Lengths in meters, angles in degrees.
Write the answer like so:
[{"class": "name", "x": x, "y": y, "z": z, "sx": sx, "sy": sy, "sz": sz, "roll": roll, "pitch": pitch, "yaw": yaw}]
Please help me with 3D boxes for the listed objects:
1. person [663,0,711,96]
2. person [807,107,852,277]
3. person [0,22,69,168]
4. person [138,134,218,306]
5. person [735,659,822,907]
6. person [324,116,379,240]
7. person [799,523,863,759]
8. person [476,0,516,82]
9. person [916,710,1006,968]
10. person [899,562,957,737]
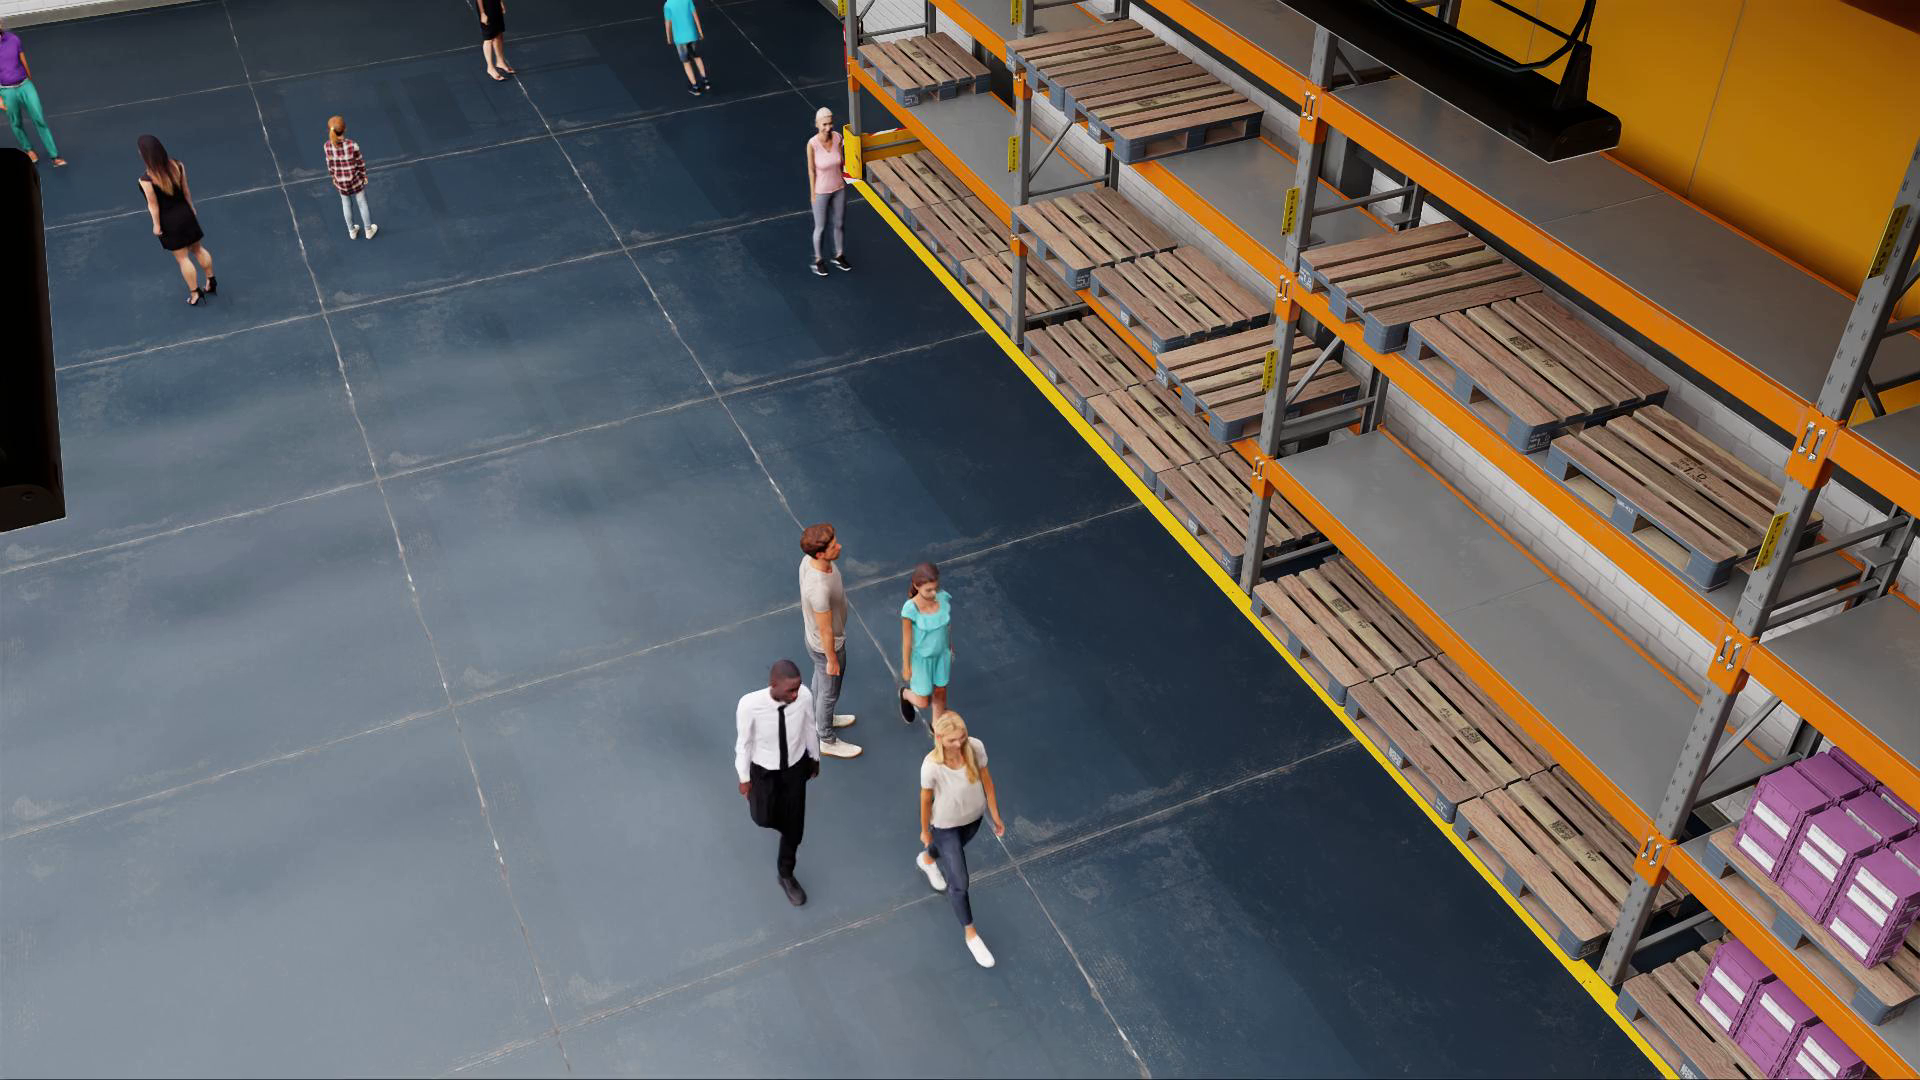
[{"class": "person", "x": -3.225, "y": -5.965, "z": 19.692, "sx": 0.618, "sy": 1.420, "sz": 0.526, "roll": -11, "pitch": 40, "yaw": -13}, {"class": "person", "x": -1.290, "y": -3.430, "z": 16.274, "sx": 0.544, "sy": 1.724, "sz": 0.527, "roll": -20, "pitch": 43, "yaw": -23}, {"class": "person", "x": -10.350, "y": -4.916, "z": 18.132, "sx": 0.830, "sy": 1.726, "sz": 1.168, "roll": -27, "pitch": 46, "yaw": -30}, {"class": "person", "x": -7.432, "y": -3.033, "z": 15.783, "sx": 0.802, "sy": 1.717, "sz": 0.754, "roll": 16, "pitch": 41, "yaw": 19}, {"class": "person", "x": -1.144, "y": 1.356, "z": 10.224, "sx": 0.718, "sy": 1.797, "sz": 1.107, "roll": -12, "pitch": 40, "yaw": -15}, {"class": "person", "x": -6.232, "y": -3.690, "z": 16.935, "sx": 0.583, "sy": 1.305, "sz": 0.594, "roll": -3, "pitch": 39, "yaw": -4}, {"class": "person", "x": -0.893, "y": 0.646, "z": 11.031, "sx": 0.768, "sy": 1.898, "sz": 0.589, "roll": -6, "pitch": 39, "yaw": -8}, {"class": "person", "x": -5.657, "y": -6.403, "z": 19.982, "sx": 0.715, "sy": 1.743, "sz": 0.656, "roll": 13, "pitch": 40, "yaw": 16}, {"class": "person", "x": -0.071, "y": 1.624, "z": 9.906, "sx": 0.779, "sy": 1.773, "sz": 1.193, "roll": -24, "pitch": 45, "yaw": -27}, {"class": "person", "x": -0.263, "y": 0.745, "z": 11.185, "sx": 0.644, "sy": 1.550, "sz": 0.784, "roll": -27, "pitch": 46, "yaw": -30}]
